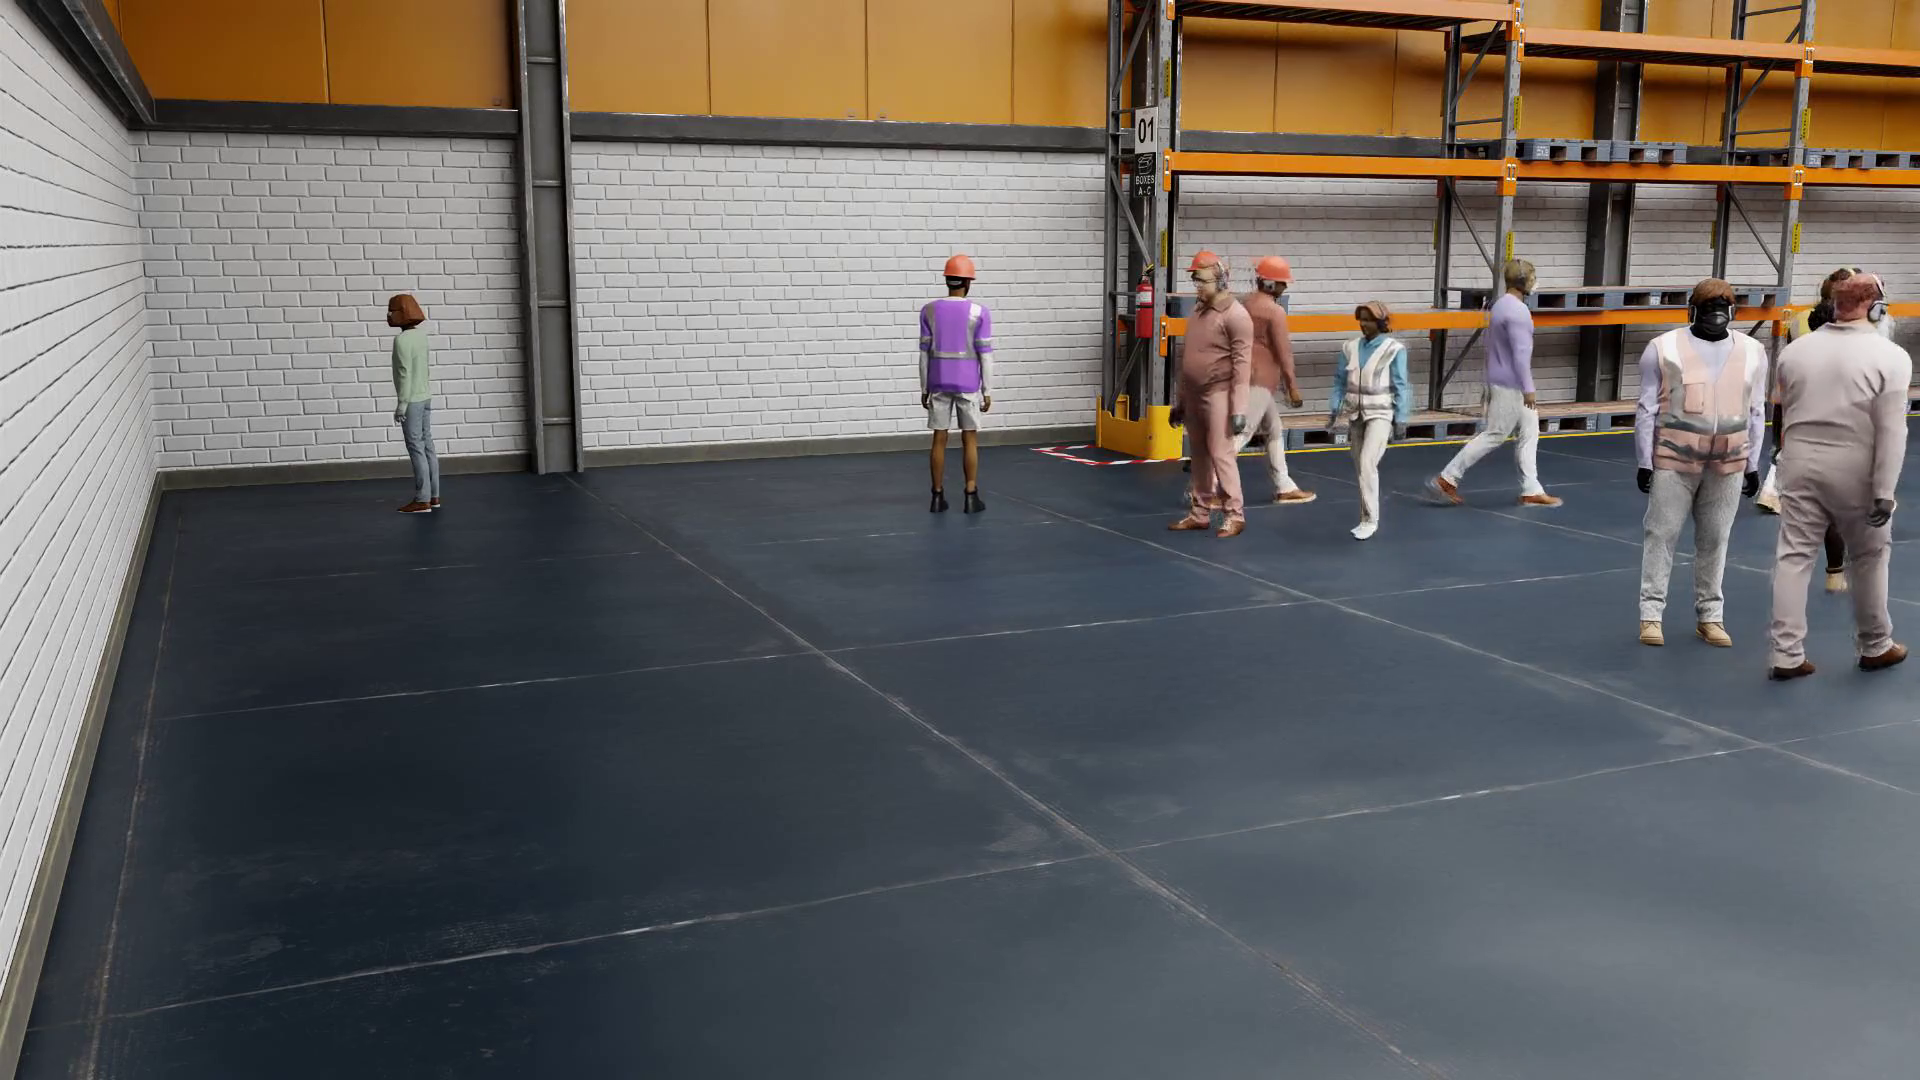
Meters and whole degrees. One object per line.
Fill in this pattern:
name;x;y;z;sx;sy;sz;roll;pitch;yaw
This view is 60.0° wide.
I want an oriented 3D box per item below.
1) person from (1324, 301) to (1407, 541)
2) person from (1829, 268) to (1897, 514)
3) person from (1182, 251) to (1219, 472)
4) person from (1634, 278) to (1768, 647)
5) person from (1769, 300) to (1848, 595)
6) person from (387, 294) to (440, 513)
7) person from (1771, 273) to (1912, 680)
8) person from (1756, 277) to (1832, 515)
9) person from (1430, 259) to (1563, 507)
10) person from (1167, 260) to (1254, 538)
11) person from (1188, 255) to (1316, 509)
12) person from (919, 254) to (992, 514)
person;2.756;-0.809;11.354;0.590;1.620;0.527;-8;13;-37
person;6.102;-0.913;11.282;0.467;1.845;0.560;-3;10;-14
person;2.147;-1.559;14.626;0.361;1.939;0.543;3;11;15
person;3.704;-0.380;8.336;0.623;1.844;0.429;1;10;6
person;4.951;-0.535;9.589;0.540;1.698;0.317;6;12;30
person;-4.111;-1.021;12.482;0.268;1.632;0.507;0;10;2
person;4.147;-0.294;7.757;0.894;1.868;0.643;-7;12;-34
person;6.346;-1.058;12.278;0.961;1.802;0.629;-5;11;-26
person;4.103;-1.177;12.623;0.955;1.905;0.632;2;10;13
person;1.728;-0.973;11.501;0.445;1.900;0.740;-5;11;-24
person;2.220;-1.190;12.642;1.083;1.938;0.599;-2;10;-14
person;-0.026;-1.157;12.429;0.556;1.929;0.390;2;10;12
